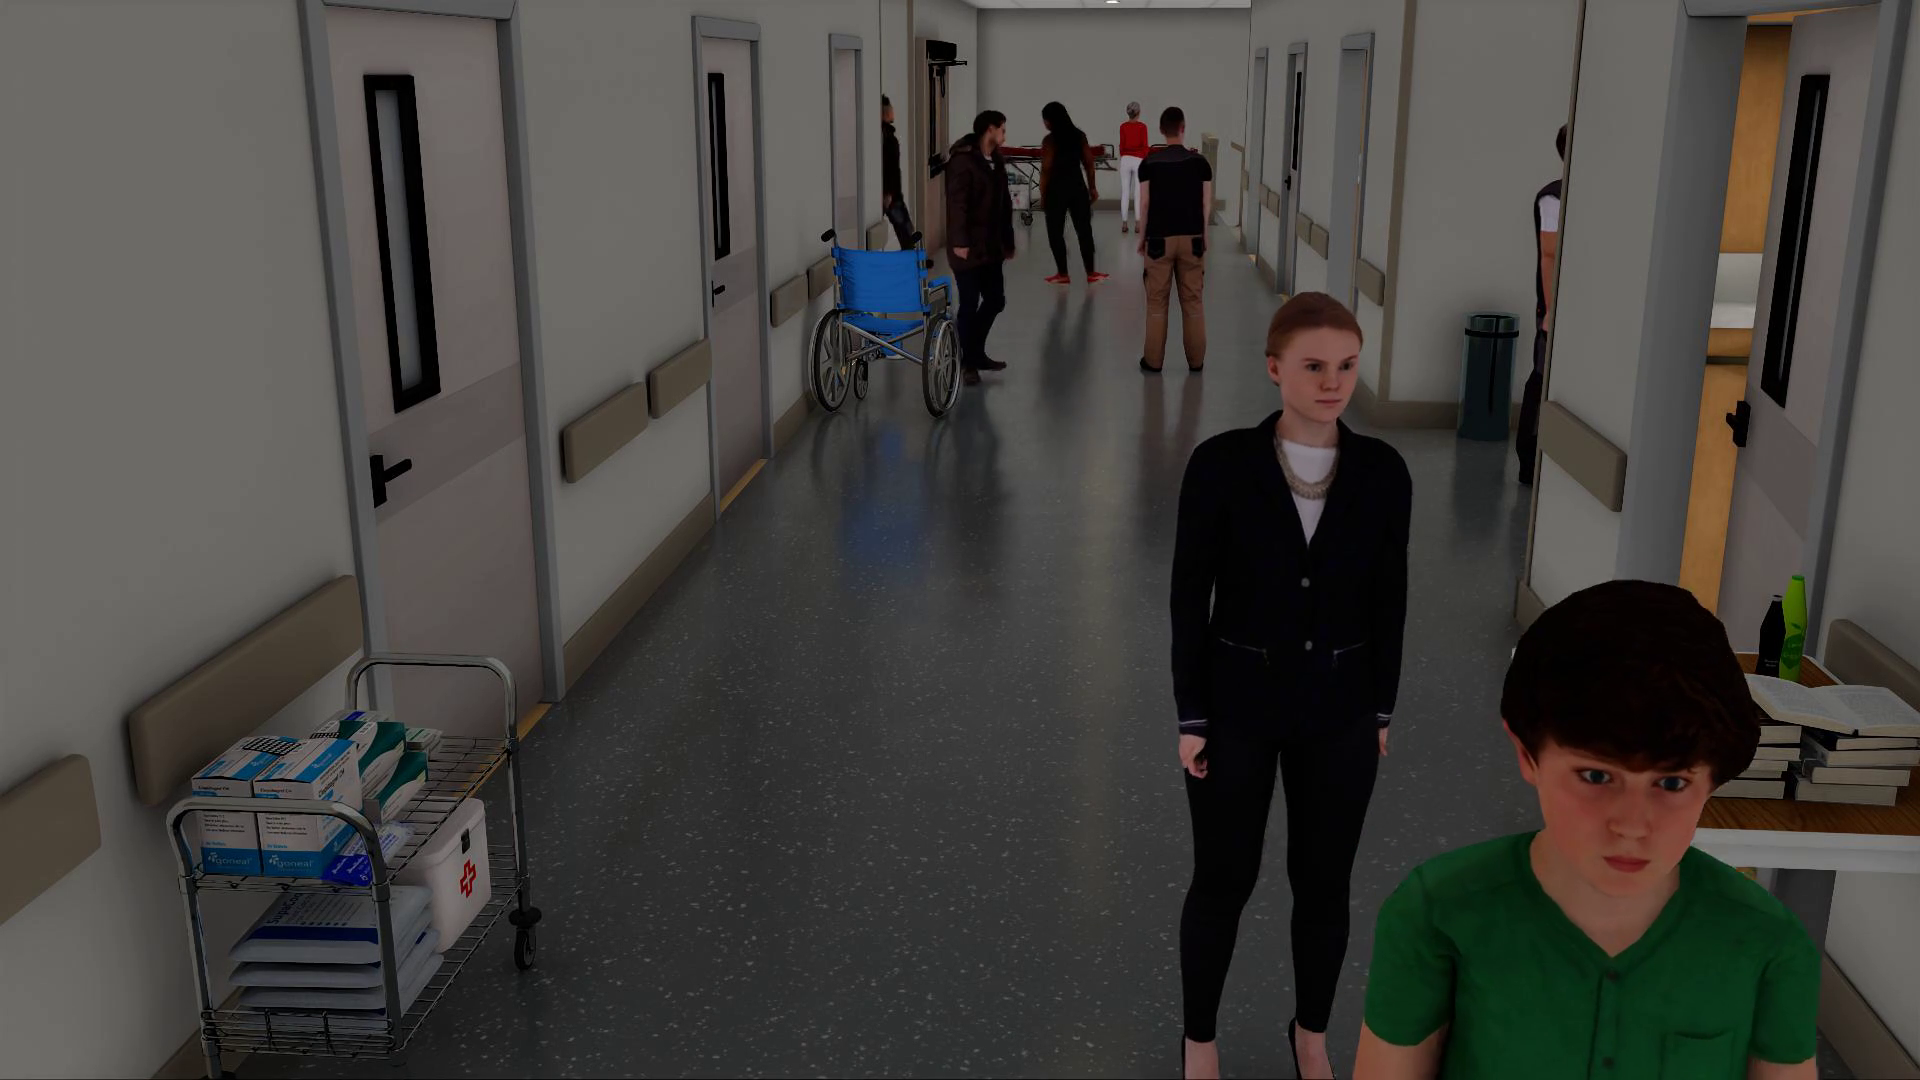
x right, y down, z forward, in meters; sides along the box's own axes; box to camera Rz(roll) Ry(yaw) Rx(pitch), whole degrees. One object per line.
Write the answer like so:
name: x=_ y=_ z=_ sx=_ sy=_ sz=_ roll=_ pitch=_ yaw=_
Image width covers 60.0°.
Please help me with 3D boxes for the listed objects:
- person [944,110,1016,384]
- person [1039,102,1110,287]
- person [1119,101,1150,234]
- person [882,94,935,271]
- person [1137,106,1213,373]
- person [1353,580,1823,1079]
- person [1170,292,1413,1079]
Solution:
person: x=0.092 y=-1.992 z=11.339 sx=0.850 sy=1.818 sz=0.956 roll=-10 pitch=19 yaw=-33
person: x=1.108 y=-3.398 z=16.401 sx=0.962 sy=1.777 sz=0.838 roll=-1 pitch=16 yaw=-4
person: x=2.295 y=-4.946 z=22.047 sx=0.599 sy=1.694 sz=0.612 roll=5 pitch=17 yaw=18
person: x=-0.854 y=-3.511 z=16.742 sx=1.252 sy=1.810 sz=1.236 roll=-10 pitch=19 yaw=-33
person: x=1.510 y=-2.121 z=11.757 sx=0.710 sy=1.840 sz=0.620 roll=0 pitch=16 yaw=-1
person: x=0.599 y=0.809 z=1.725 sx=0.611 sy=1.644 sz=0.727 roll=2 pitch=16 yaw=8
person: x=0.628 y=0.357 z=3.255 sx=0.633 sy=1.683 sz=0.571 roll=0 pitch=16 yaw=-1
